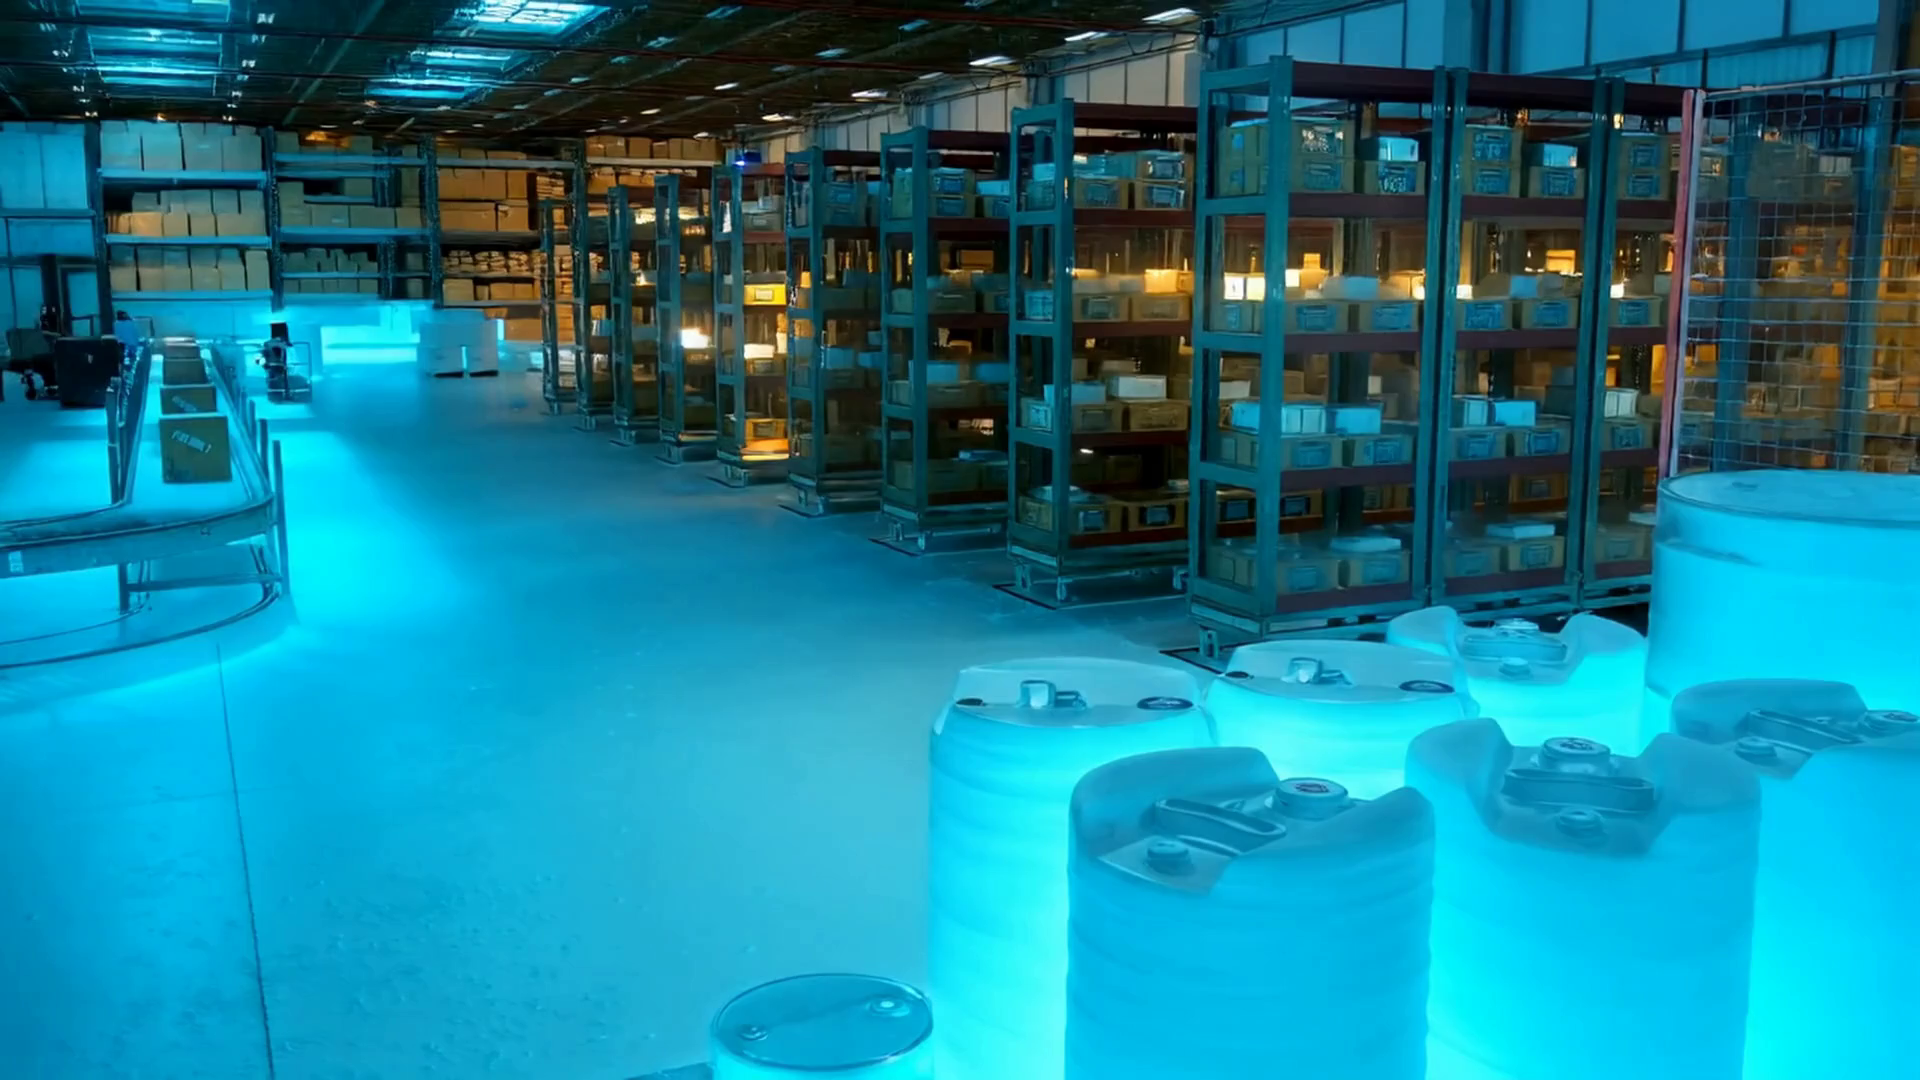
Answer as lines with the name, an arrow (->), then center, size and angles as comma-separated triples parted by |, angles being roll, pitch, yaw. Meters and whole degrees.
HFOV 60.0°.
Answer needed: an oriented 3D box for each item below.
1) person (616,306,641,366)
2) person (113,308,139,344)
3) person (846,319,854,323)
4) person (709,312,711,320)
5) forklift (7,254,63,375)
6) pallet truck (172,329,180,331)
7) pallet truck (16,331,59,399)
person -> -8.304, -5.209, 41.422 | 0.621, 1.916, 0.915 | 6, 11, 34
person -> -18.495, -4.339, 36.909 | 0.548, 1.614, 0.351 | 1, 9, 6
person -> -2.897, -5.698, 45.036 | 0.492, 1.725, 0.665 | 0, 9, 2
person -> -4.574, -3.652, 31.898 | 0.990, 1.859, 0.654 | -6, 11, -35
forklift -> -21.408, -5.336, 39.193 | 1.873, 2.768, 1.129 | -4, 10, -25
pallet truck -> -17.275, -3.851, 35.096 | 1.601, 1.201, 0.680 | 0, 9, 1
pallet truck -> -17.082, -3.353, 31.781 | 1.630, 1.274, 0.653 | -4, 10, -25
